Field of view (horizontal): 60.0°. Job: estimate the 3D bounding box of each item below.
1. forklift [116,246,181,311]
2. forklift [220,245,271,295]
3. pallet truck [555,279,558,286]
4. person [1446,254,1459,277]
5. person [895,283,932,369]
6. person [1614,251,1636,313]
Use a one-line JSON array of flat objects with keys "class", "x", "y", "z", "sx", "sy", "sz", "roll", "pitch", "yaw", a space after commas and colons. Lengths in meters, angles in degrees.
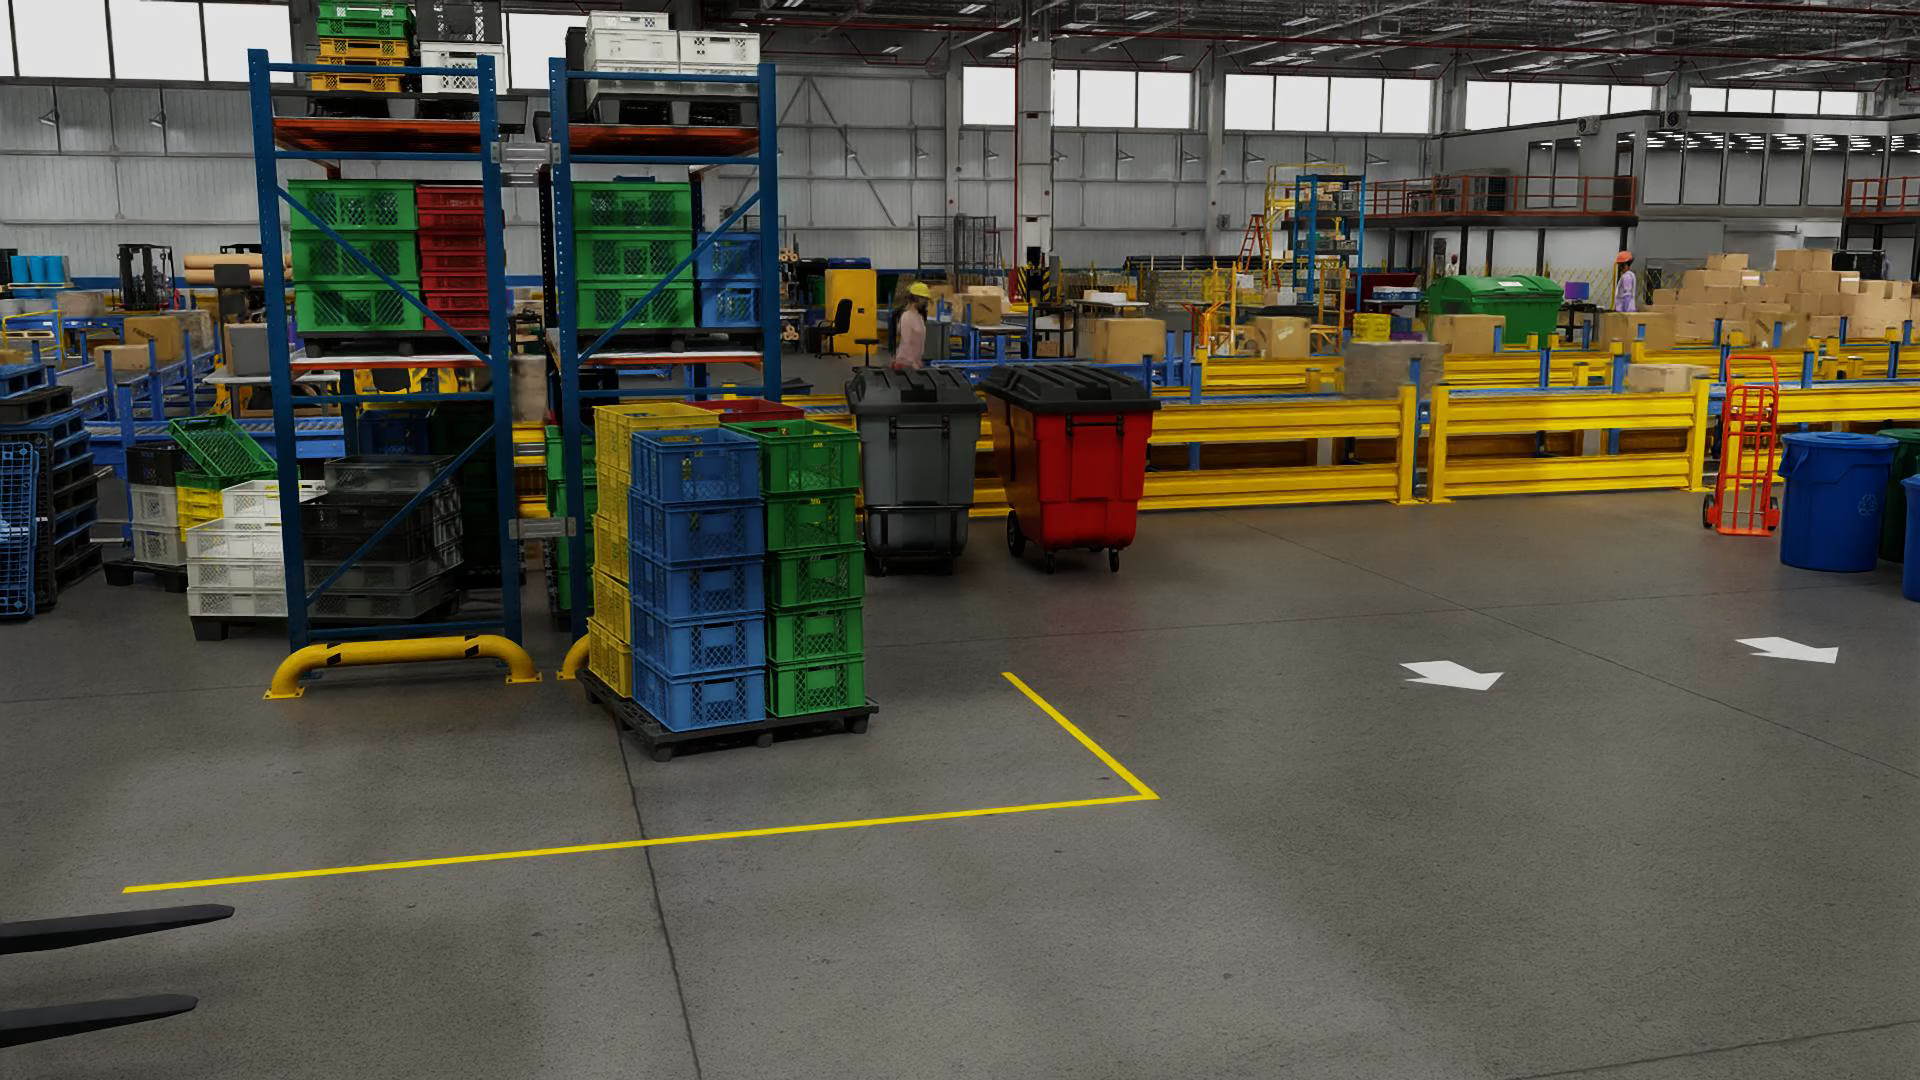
[{"class": "forklift", "x": -19.966, "y": -6.232, "z": 40.894, "sx": 1.157, "sy": 1.987, "sz": 2.680, "roll": -3, "pitch": 10, "yaw": -15}, {"class": "forklift", "x": -17.749, "y": -6.334, "z": 41.440, "sx": 1.157, "sy": 1.987, "sz": 2.680, "roll": -3, "pitch": 10, "yaw": -17}, {"class": "pallet truck", "x": -10.604, "y": -6.375, "z": 44.520, "sx": 0.653, "sy": 1.274, "sz": 1.630, "roll": -3, "pitch": 10, "yaw": -15}, {"class": "person", "x": 15.906, "y": -8.297, "z": 53.801, "sx": 0.585, "sy": 1.874, "sz": 0.382, "roll": -8, "pitch": 13, "yaw": -40}, {"class": "person", "x": -0.442, "y": -1.870, "z": 17.766, "sx": 0.743, "sy": 1.725, "sz": 0.562, "roll": 4, "pitch": 11, "yaw": 24}, {"class": "person", "x": 11.533, "y": -3.991, "z": 28.943, "sx": 0.394, "sy": 2.037, "sz": 0.605, "roll": 4, "pitch": 11, "yaw": 24}]
